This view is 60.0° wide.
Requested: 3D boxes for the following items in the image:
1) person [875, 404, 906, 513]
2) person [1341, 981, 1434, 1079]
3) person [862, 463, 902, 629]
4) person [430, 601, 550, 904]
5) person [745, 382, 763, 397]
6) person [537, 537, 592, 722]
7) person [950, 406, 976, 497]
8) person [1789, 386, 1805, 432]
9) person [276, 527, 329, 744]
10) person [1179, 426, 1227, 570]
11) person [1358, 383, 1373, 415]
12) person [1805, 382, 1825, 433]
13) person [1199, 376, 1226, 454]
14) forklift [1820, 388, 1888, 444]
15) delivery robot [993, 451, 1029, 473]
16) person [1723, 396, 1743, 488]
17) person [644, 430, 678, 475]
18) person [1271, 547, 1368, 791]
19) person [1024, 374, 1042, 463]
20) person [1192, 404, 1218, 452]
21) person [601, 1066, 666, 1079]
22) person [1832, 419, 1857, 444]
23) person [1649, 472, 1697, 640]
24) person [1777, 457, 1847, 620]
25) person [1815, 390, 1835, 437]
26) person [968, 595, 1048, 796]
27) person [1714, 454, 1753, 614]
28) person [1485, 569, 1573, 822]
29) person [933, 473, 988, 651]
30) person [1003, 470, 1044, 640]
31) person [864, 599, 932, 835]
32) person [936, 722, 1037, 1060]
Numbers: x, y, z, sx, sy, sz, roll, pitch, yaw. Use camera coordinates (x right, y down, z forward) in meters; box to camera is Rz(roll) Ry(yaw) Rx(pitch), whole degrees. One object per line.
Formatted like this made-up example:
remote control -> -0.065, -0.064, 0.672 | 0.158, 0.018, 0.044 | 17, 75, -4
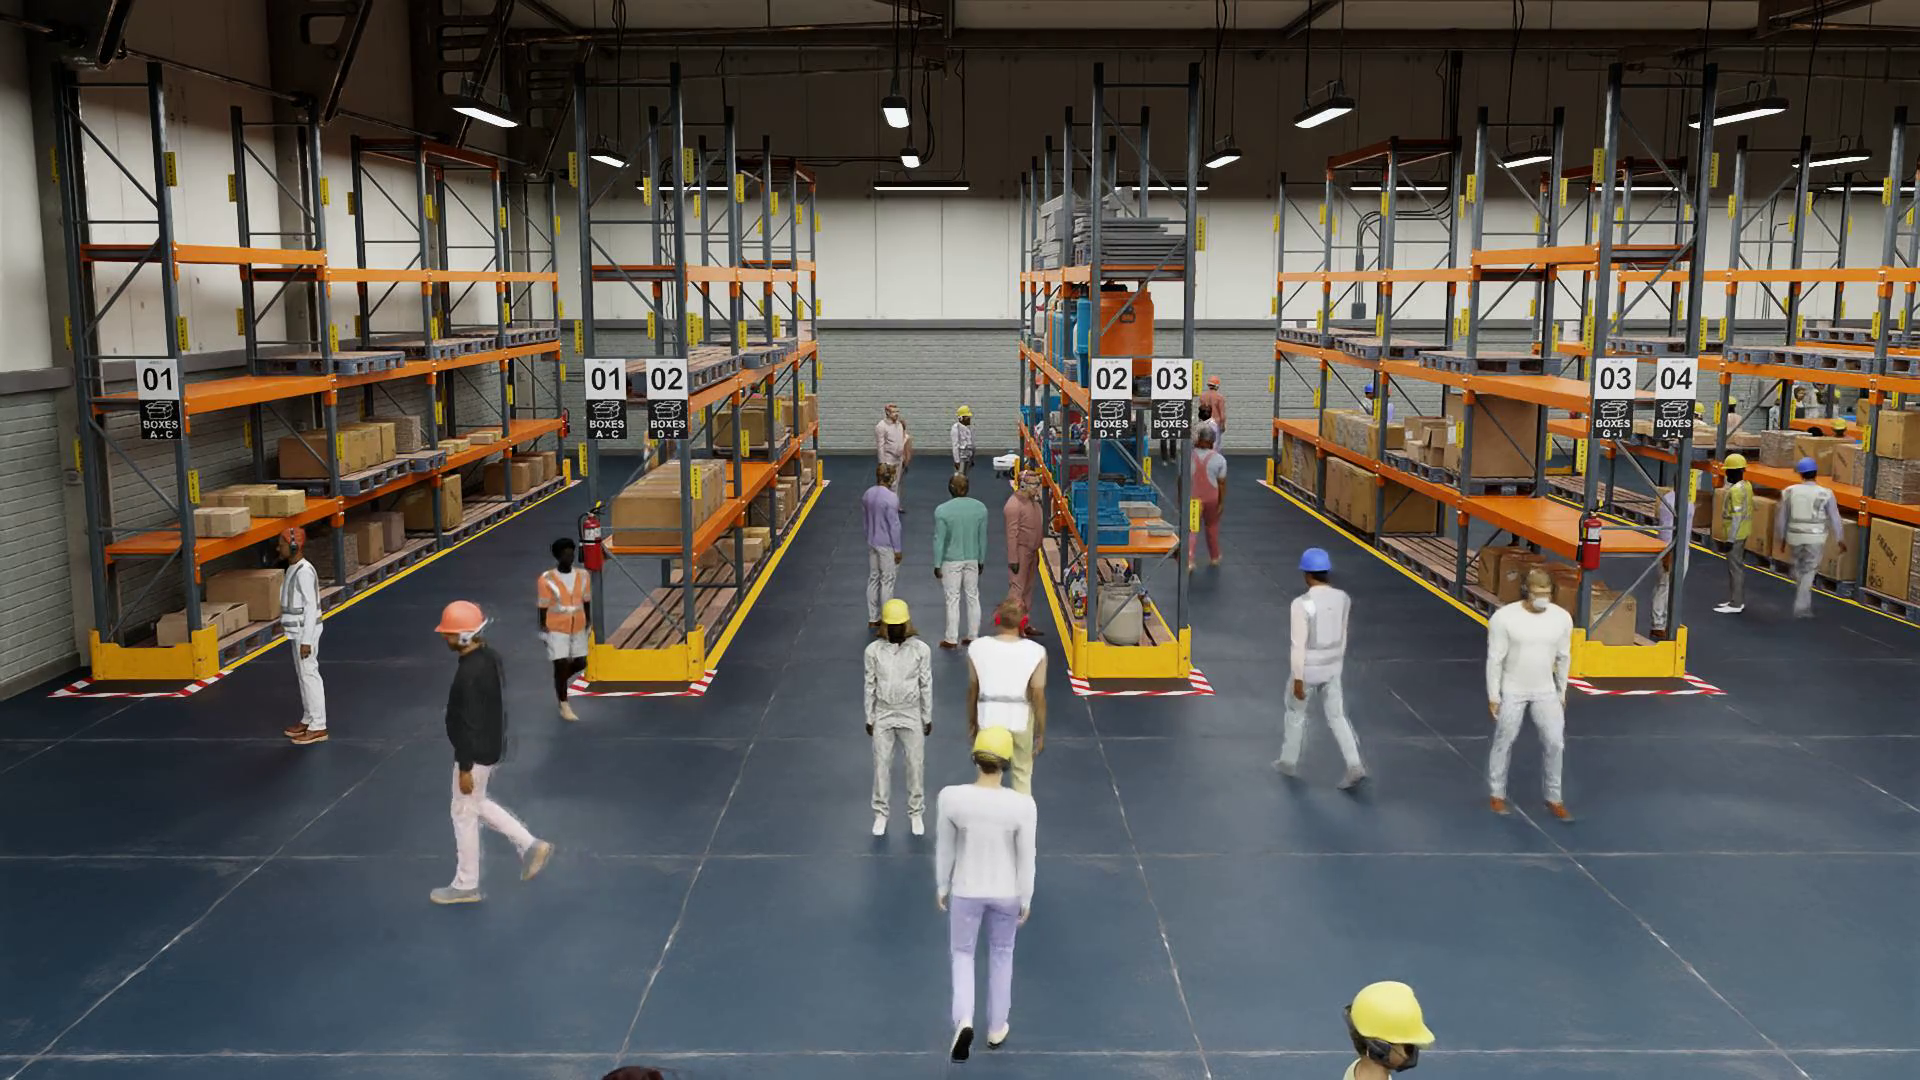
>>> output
person -> -1.158, -1.377, 28.431 | 0.409, 1.907, 0.648 | 6, 11, 34
person -> 1.343, 2.276, 5.390 | 0.311, 1.768, 0.524 | 2, 9, 12
person -> -0.865, 0.086, 18.941 | 0.371, 1.933, 0.627 | -7, 11, -37
person -> -3.057, 1.351, 10.634 | 0.665, 1.977, 0.632 | -1, 9, -3
person -> -4.385, -2.467, 35.693 | 0.623, 1.833, 0.430 | 2, 9, 14
person -> -3.636, 0.793, 15.204 | 0.540, 1.684, 0.556 | -8, 12, -40
person -> 0.071, -1.425, 28.978 | 0.404, 1.833, 0.590 | 5, 10, 28
person -> 17.160, -2.239, 34.202 | 0.508, 1.839, 0.338 | -4, 10, -24
person -> -5.694, 0.817, 14.391 | 0.339, 1.882, 0.581 | -5, 10, -29
person -> 3.379, -0.612, 23.081 | 0.688, 2.000, 1.019 | 3, 9, 21
person -> 8.222, -2.194, 33.556 | 0.406, 1.947, 0.606 | 6, 11, 33
person -> 18.678, -2.620, 36.342 | 0.411, 1.940, 0.602 | 3, 9, 21
person -> 5.330, -2.455, 35.076 | 0.611, 1.996, 0.378 | 7, 11, 37
forklift -> 20.072, -3.110, 36.462 | 1.873, 2.768, 1.129 | 0, 9, 0
delivery robot -> 1.023, -1.559, 33.636 | 0.707, 0.478, 0.477 | 5, 10, 32
person -> 13.983, -1.649, 30.201 | 0.660, 1.905, 0.570 | -8, 12, -40
person -> -4.963, -1.229, 27.590 | 0.563, 1.865, 0.905 | -3, 9, -16
person -> 2.852, 1.007, 13.095 | 0.616, 1.916, 0.948 | -5, 10, -27
person -> 1.556, -2.678, 36.623 | 0.488, 1.971, 0.780 | 0, 9, -2
person -> 4.311, -1.486, 29.340 | 0.429, 1.843, 0.633 | -2, 9, -11
person -> -0.776, 2.347, 4.583 | 0.948, 1.885, 0.608 | -1, 9, -7
person -> 14.627, -1.161, 27.670 | 0.540, 1.710, 0.933 | 2, 9, 12
person -> 7.972, 0.150, 18.549 | 0.630, 1.931, 0.385 | -8, 12, -43
person -> 10.025, -0.008, 19.601 | 0.588, 1.913, 0.696 | -7, 11, -37
person -> 17.197, -2.069, 33.103 | 0.570, 1.832, 0.603 | 8, 12, 41
person -> 0.313, 1.295, 11.494 | 0.579, 1.821, 0.679 | 2, 9, 15
person -> 9.304, -0.076, 20.007 | 0.384, 1.922, 0.593 | 6, 11, 35
person -> 4.183, 1.136, 12.300 | 0.638, 1.904, 0.583 | 0, 9, 0
person -> 0.001, 0.238, 17.965 | 0.628, 1.933, 0.367 | -4, 10, -26
person -> 0.730, 0.166, 18.535 | 0.399, 1.902, 0.644 | 4, 10, 26
person -> -0.443, 1.272, 11.950 | 0.489, 1.736, 0.323 | 0, 9, 0
person -> 0.128, 1.803, 8.492 | 0.526, 1.744, 0.580 | 1, 9, 5
